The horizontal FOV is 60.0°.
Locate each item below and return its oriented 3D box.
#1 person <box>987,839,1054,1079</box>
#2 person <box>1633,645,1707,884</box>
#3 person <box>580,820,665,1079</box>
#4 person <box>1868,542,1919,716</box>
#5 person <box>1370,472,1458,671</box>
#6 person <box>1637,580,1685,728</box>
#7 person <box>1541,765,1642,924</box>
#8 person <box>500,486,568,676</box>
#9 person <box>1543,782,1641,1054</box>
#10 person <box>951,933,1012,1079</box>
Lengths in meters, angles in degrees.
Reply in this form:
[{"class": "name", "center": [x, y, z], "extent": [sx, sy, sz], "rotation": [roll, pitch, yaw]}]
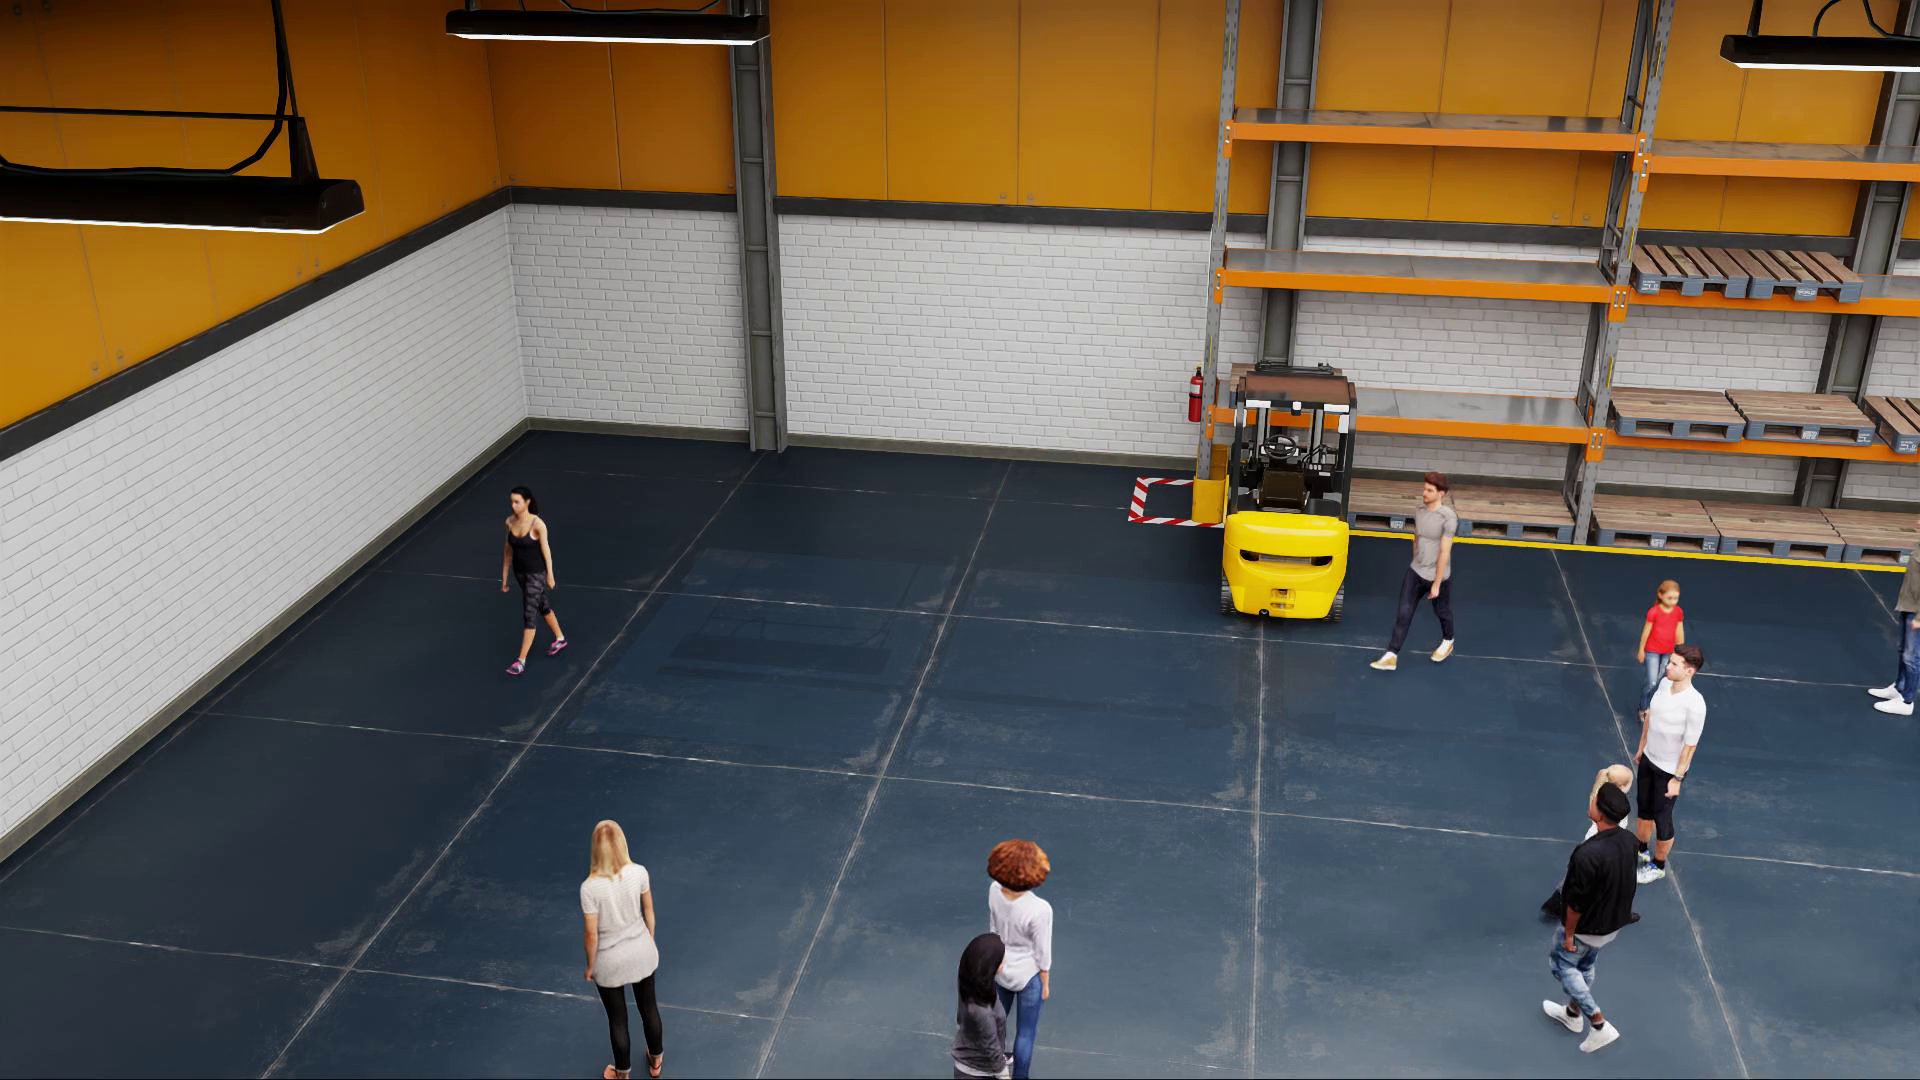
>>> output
[{"class": "person", "center": [0.326, 2.534, 9.855], "extent": [0.790, 1.708, 0.716], "rotation": [-19, 30, -36]}, {"class": "person", "center": [5.034, 1.572, 11.874], "extent": [0.689, 1.851, 0.739], "rotation": [-4, 24, -8]}, {"class": "person", "center": [-1.991, 2.470, 9.857], "extent": [0.674, 1.823, 0.742], "rotation": [-14, 27, -29]}, {"class": "person", "center": [8.147, 0.589, 14.107], "extent": [0.589, 1.864, 0.706], "rotation": [6, 24, 14]}, {"class": "person", "center": [4.248, 0.290, 14.811], "extent": [1.239, 1.849, 1.184], "rotation": [-15, 28, -31]}, {"class": "person", "center": [5.882, 0.910, 14.075], "extent": [0.588, 1.301, 0.635], "rotation": [-4, 24, -9]}, {"class": "person", "center": [4.333, 2.098, 11.410], "extent": [0.952, 1.260, 0.658], "rotation": [-3, 24, -6]}, {"class": "person", "center": [-3.799, 0.299, 14.985], "extent": [1.063, 1.694, 0.822], "rotation": [10, 26, 22]}, {"class": "person", "center": [3.938, 2.345, 10.181], "extent": [0.976, 1.792, 1.024], "rotation": [-13, 27, -27]}, {"class": "person", "center": [0.002, 2.892, 9.005], "extent": [1.157, 1.731, 0.881], "rotation": [-4, 24, -10]}]
